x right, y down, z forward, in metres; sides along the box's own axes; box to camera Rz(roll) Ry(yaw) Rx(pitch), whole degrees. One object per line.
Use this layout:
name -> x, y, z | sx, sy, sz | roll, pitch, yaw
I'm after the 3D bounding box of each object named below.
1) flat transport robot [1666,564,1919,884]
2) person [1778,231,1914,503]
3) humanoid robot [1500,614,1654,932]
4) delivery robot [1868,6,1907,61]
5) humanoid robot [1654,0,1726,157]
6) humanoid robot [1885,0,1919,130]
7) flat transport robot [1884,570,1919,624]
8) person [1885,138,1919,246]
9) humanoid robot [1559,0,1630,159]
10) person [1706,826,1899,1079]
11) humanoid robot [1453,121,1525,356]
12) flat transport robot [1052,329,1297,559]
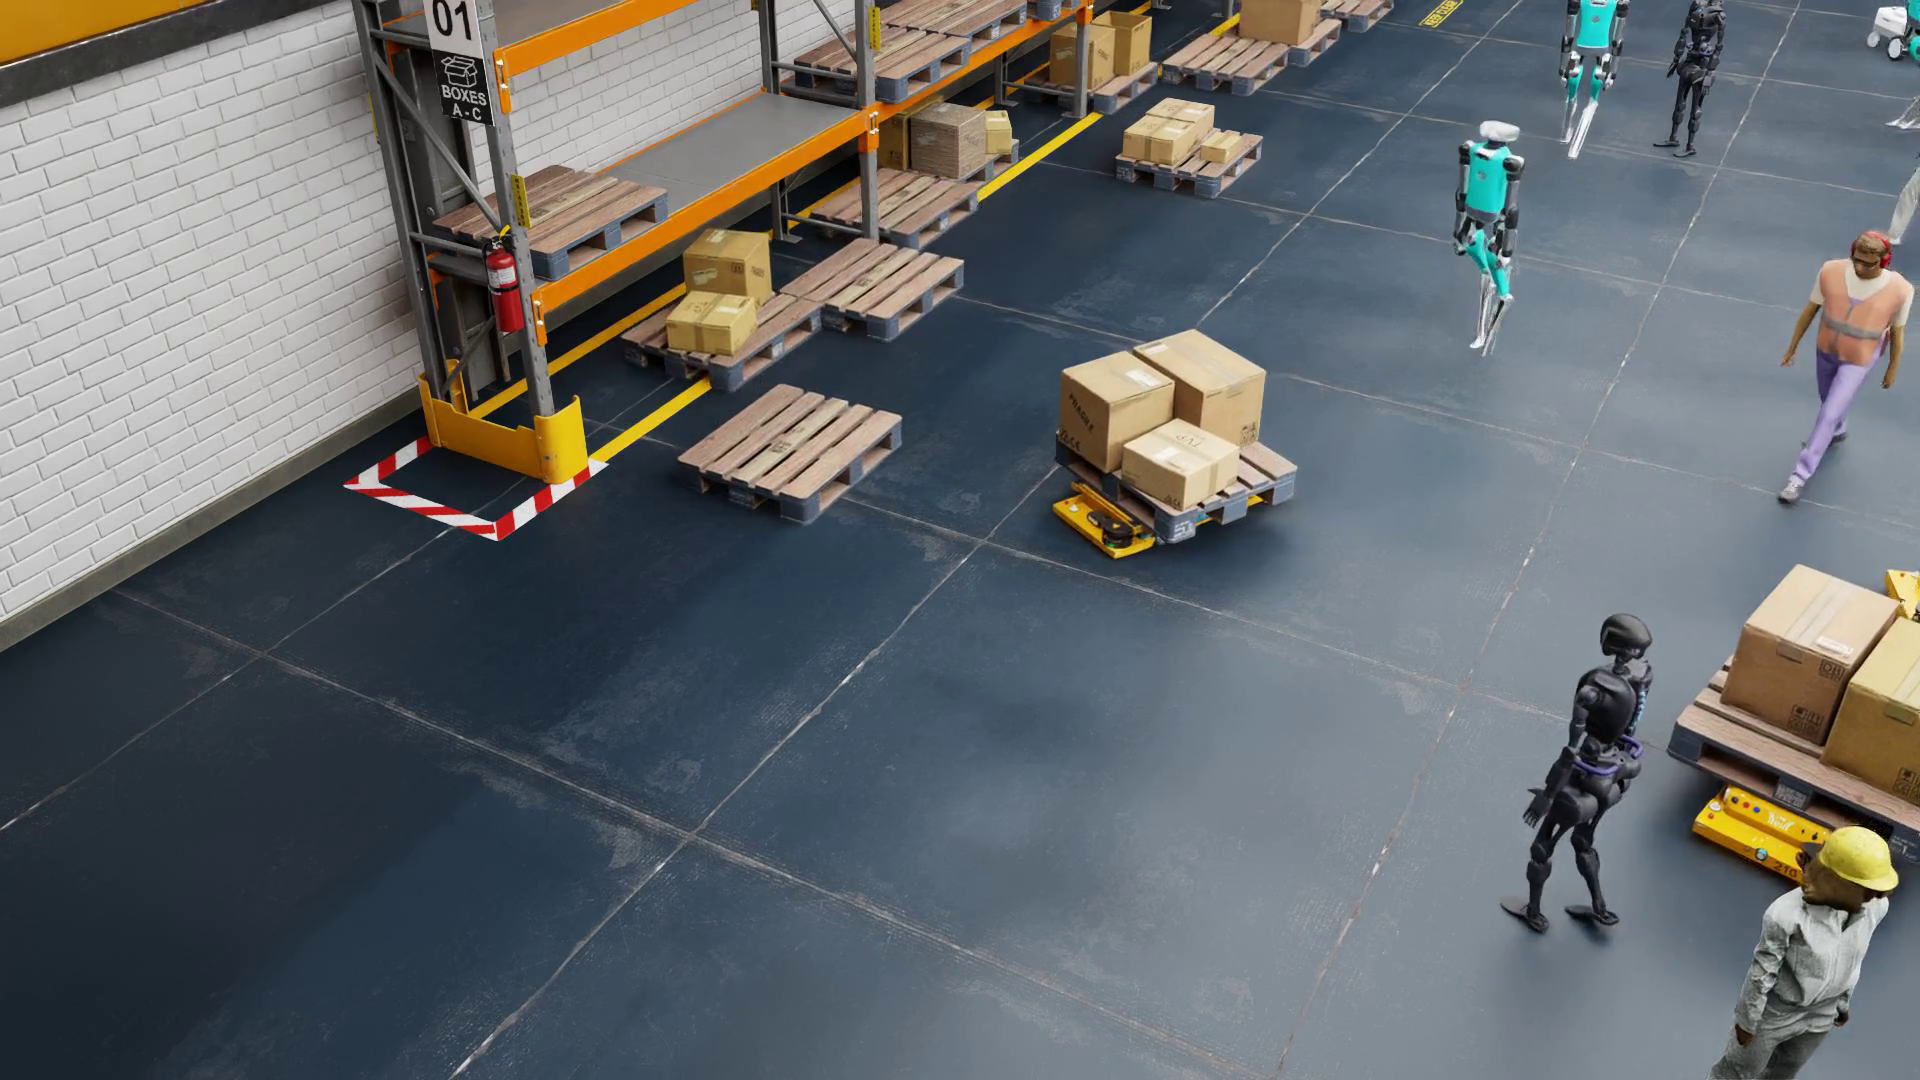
flat transport robot -> 4.296, 1.191, 8.345 | 0.659, 0.231, 1.431 | 27, 42, 34
person -> 5.637, -1.198, 10.612 | 1.061, 1.762, 0.608 | -24, 40, -32
humanoid robot -> 2.788, 1.058, 7.287 | 0.612, 1.648, 0.458 | -23, 40, -30
delivery robot -> 10.484, -5.634, 18.425 | 0.499, 0.608, 0.797 | -5, 34, -8
humanoid robot -> 6.895, -4.437, 15.570 | 0.315, 1.659, 0.599 | -8, 34, -12
humanoid robot -> 9.415, -4.790, 16.055 | 0.790, 1.747, 0.549 | 1, 33, 2
flat transport robot -> 6.145, 0.431, 9.497 | 1.431, 0.231, 0.659 | 7, 34, 10
person -> 8.137, -3.177, 13.739 | 0.723, 1.603, 0.529 | 9, 35, 14
humanoid robot -> 5.867, -4.408, 15.555 | 0.553, 1.859, 0.860 | 12, 35, 18
person -> 3.103, 1.739, 6.177 | 0.490, 1.745, 0.286 | -9, 34, -13
humanoid robot -> 3.941, -2.216, 12.201 | 0.669, 1.814, 0.556 | -19, 38, -27
flat transport robot -> 1.360, -0.304, 10.608 | 1.431, 0.231, 0.659 | -20, 38, -27
